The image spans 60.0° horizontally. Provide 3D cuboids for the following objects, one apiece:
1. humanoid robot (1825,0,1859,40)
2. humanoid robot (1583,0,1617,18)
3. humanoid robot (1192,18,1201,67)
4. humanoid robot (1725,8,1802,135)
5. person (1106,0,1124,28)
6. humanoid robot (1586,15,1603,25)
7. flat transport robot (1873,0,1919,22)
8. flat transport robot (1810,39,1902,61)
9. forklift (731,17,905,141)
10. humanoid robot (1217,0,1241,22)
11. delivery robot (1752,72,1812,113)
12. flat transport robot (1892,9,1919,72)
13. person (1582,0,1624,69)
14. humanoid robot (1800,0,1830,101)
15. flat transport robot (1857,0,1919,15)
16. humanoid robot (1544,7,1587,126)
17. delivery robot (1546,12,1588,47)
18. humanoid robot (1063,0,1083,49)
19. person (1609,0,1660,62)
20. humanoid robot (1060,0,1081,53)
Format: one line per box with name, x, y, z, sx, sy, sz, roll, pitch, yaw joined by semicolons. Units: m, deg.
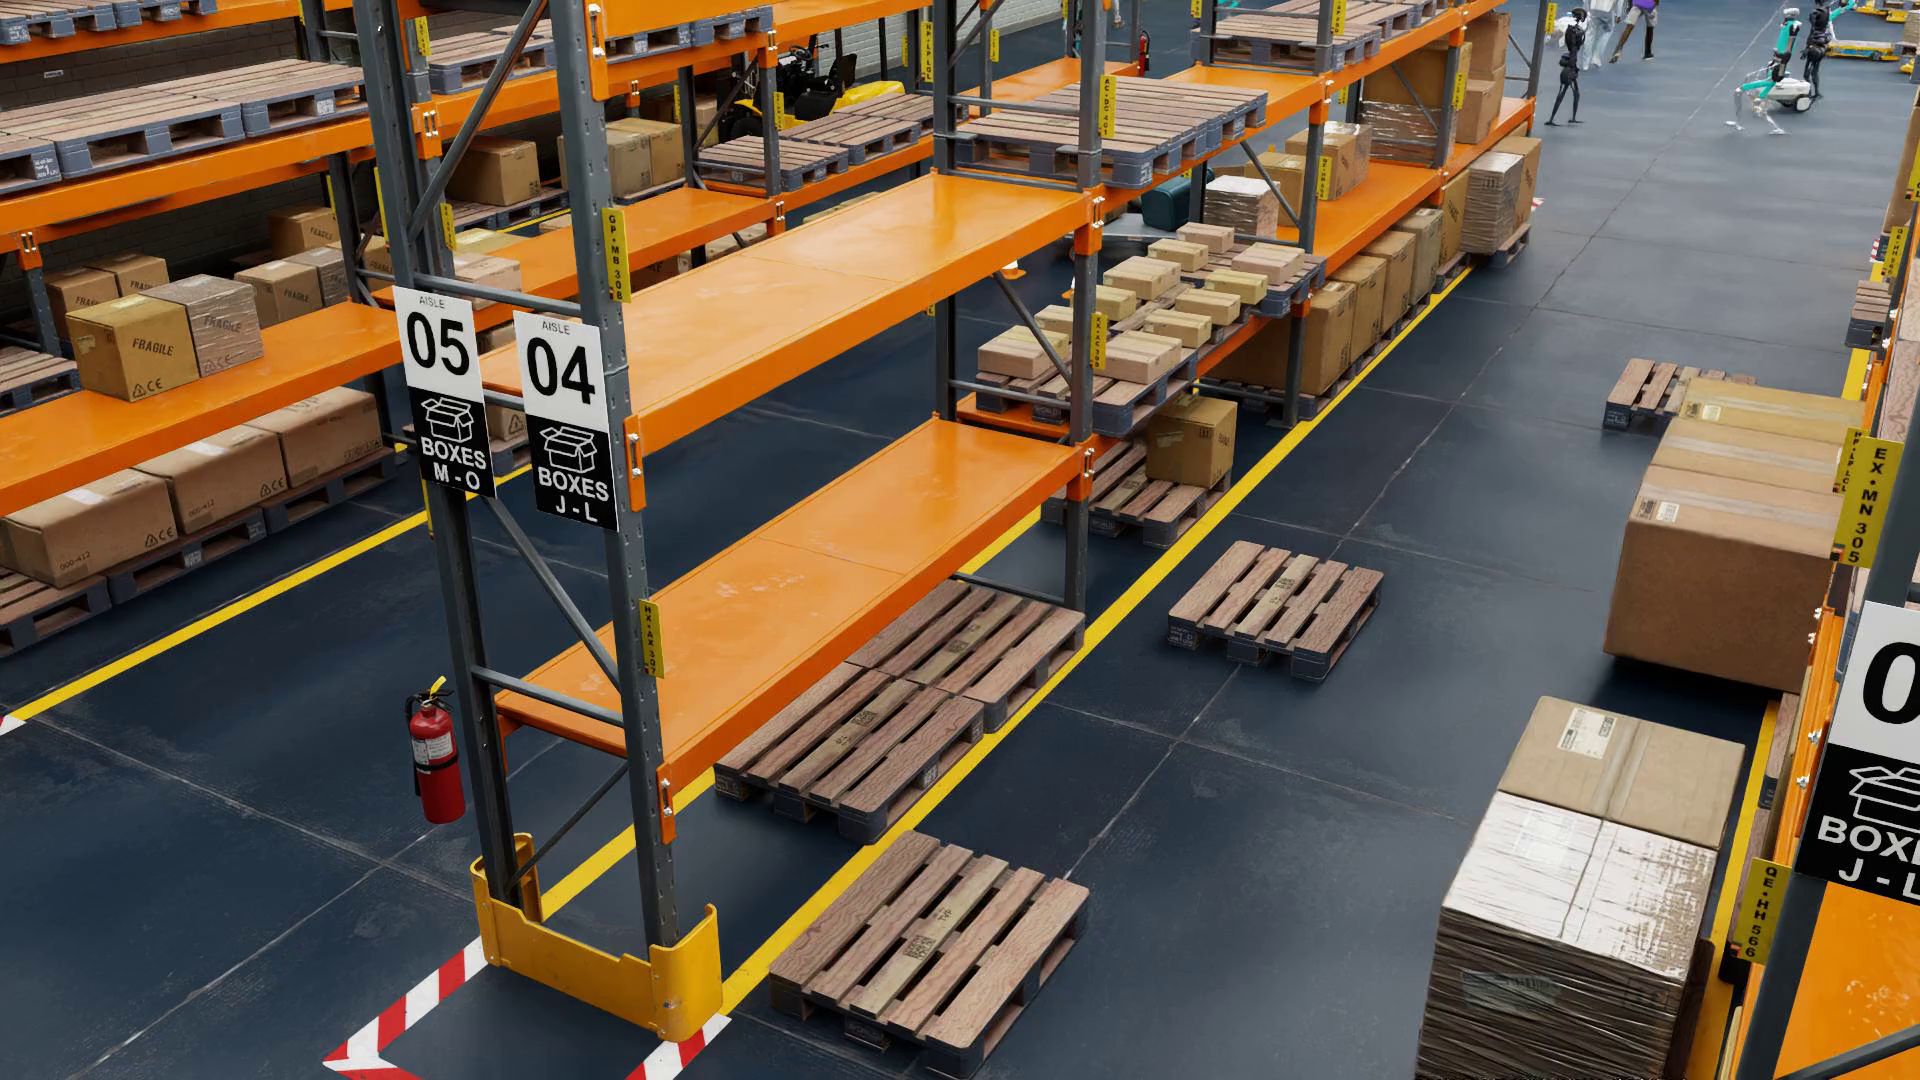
humanoid robot;15.626;-9.549;29.526;0.535;1.813;0.779;-17;31;-32
humanoid robot;12.606;-11.103;32.718;0.548;1.742;0.966;-23;34;-39
humanoid robot;3.944;-8.166;26.736;0.780;1.617;0.602;-10;27;-19
humanoid robot;11.203;-6.531;23.290;1.034;1.775;0.549;6;26;11
person;2.873;-10.818;31.951;0.654;1.903;0.772;14;29;26
humanoid robot;12.436;-10.762;31.999;0.984;1.730;0.534;-3;26;-5
flat transport robot;18.884;-10.489;33.137;0.659;0.231;1.431;15;29;28
flat transport robot;15.752;-8.617;29.248;1.431;0.231;0.659;11;28;21
forklift;-1.819;-5.975;21.543;2.313;2.155;1.214;14;29;26
humanoid robot;5.020;-10.203;30.913;1.061;1.762;0.539;6;26;13
delivery robot;12.350;-6.722;24.972;0.777;0.587;0.499;0;26;0
flat transport robot;16.504;-8.039;28.047;1.431;0.231;0.659;-21;33;-36
person;10.805;-8.891;27.957;0.707;1.877;0.612;21;32;36
humanoid robot;13.119;-7.572;25.457;0.612;1.632;0.403;-23;34;-39
flat transport robot;19.109;-10.891;33.973;1.431;0.231;0.659;-13;28;-24
humanoid robot;8.771;-6.755;23.757;0.556;1.644;0.599;11;28;21
delivery robot;11.123;-9.325;30.409;0.801;0.612;0.499;-16;30;-29
humanoid robot;1.885;-8.258;26.805;0.677;1.786;0.554;14;29;27
person;11.705;-9.170;28.533;1.067;1.901;0.644;-23;34;-39
humanoid robot;1.951;-9.238;28.925;0.551;1.859;0.759;9;27;18
